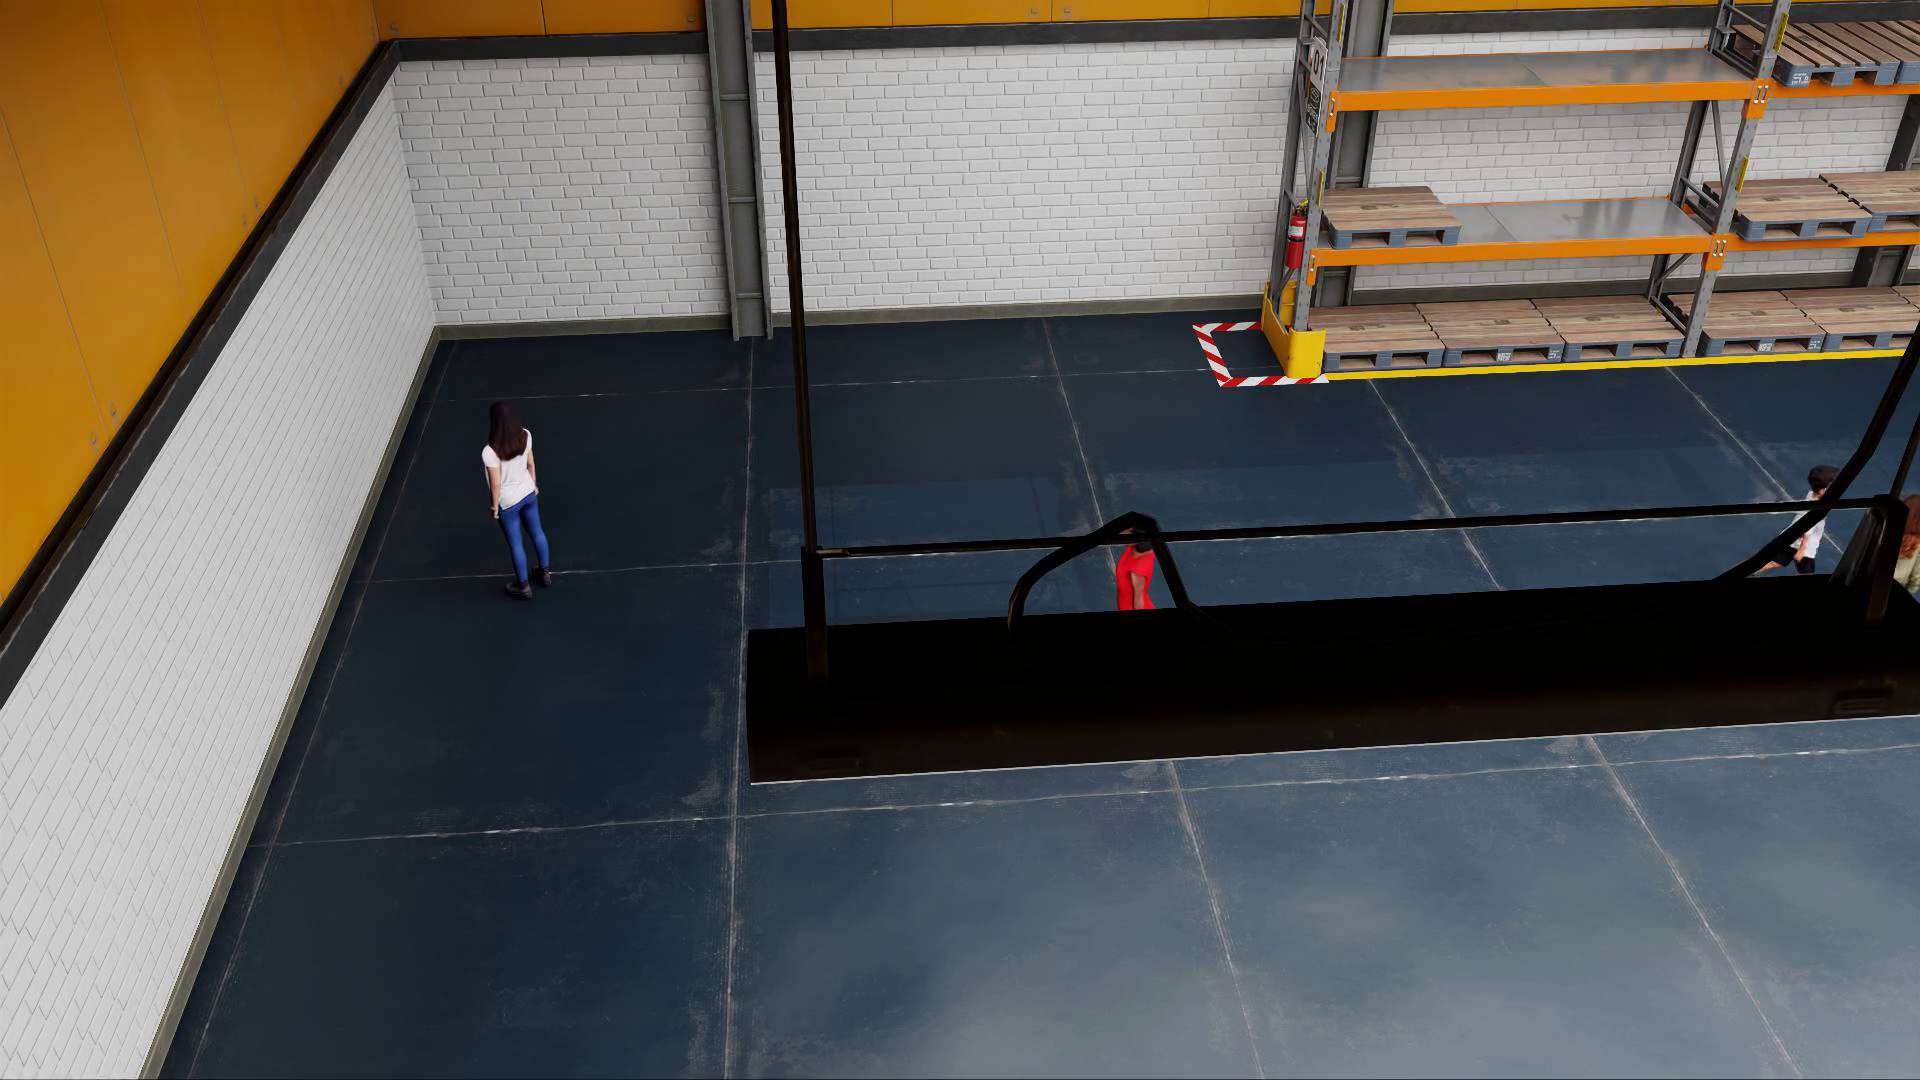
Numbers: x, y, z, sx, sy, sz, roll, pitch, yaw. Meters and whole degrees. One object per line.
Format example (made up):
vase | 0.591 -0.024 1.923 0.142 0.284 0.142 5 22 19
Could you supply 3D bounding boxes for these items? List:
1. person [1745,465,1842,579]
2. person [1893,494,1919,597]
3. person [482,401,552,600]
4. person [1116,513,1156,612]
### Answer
person | 6.392 -0.026 12.760 0.945 1.234 0.702 9 35 14
person | 6.670 0.317 12.025 0.677 1.475 0.642 -27 42 -35
person | -3.409 -0.305 12.771 0.722 1.685 0.677 22 39 29
person | 1.200 0.567 11.407 0.535 1.743 0.586 1 34 1
